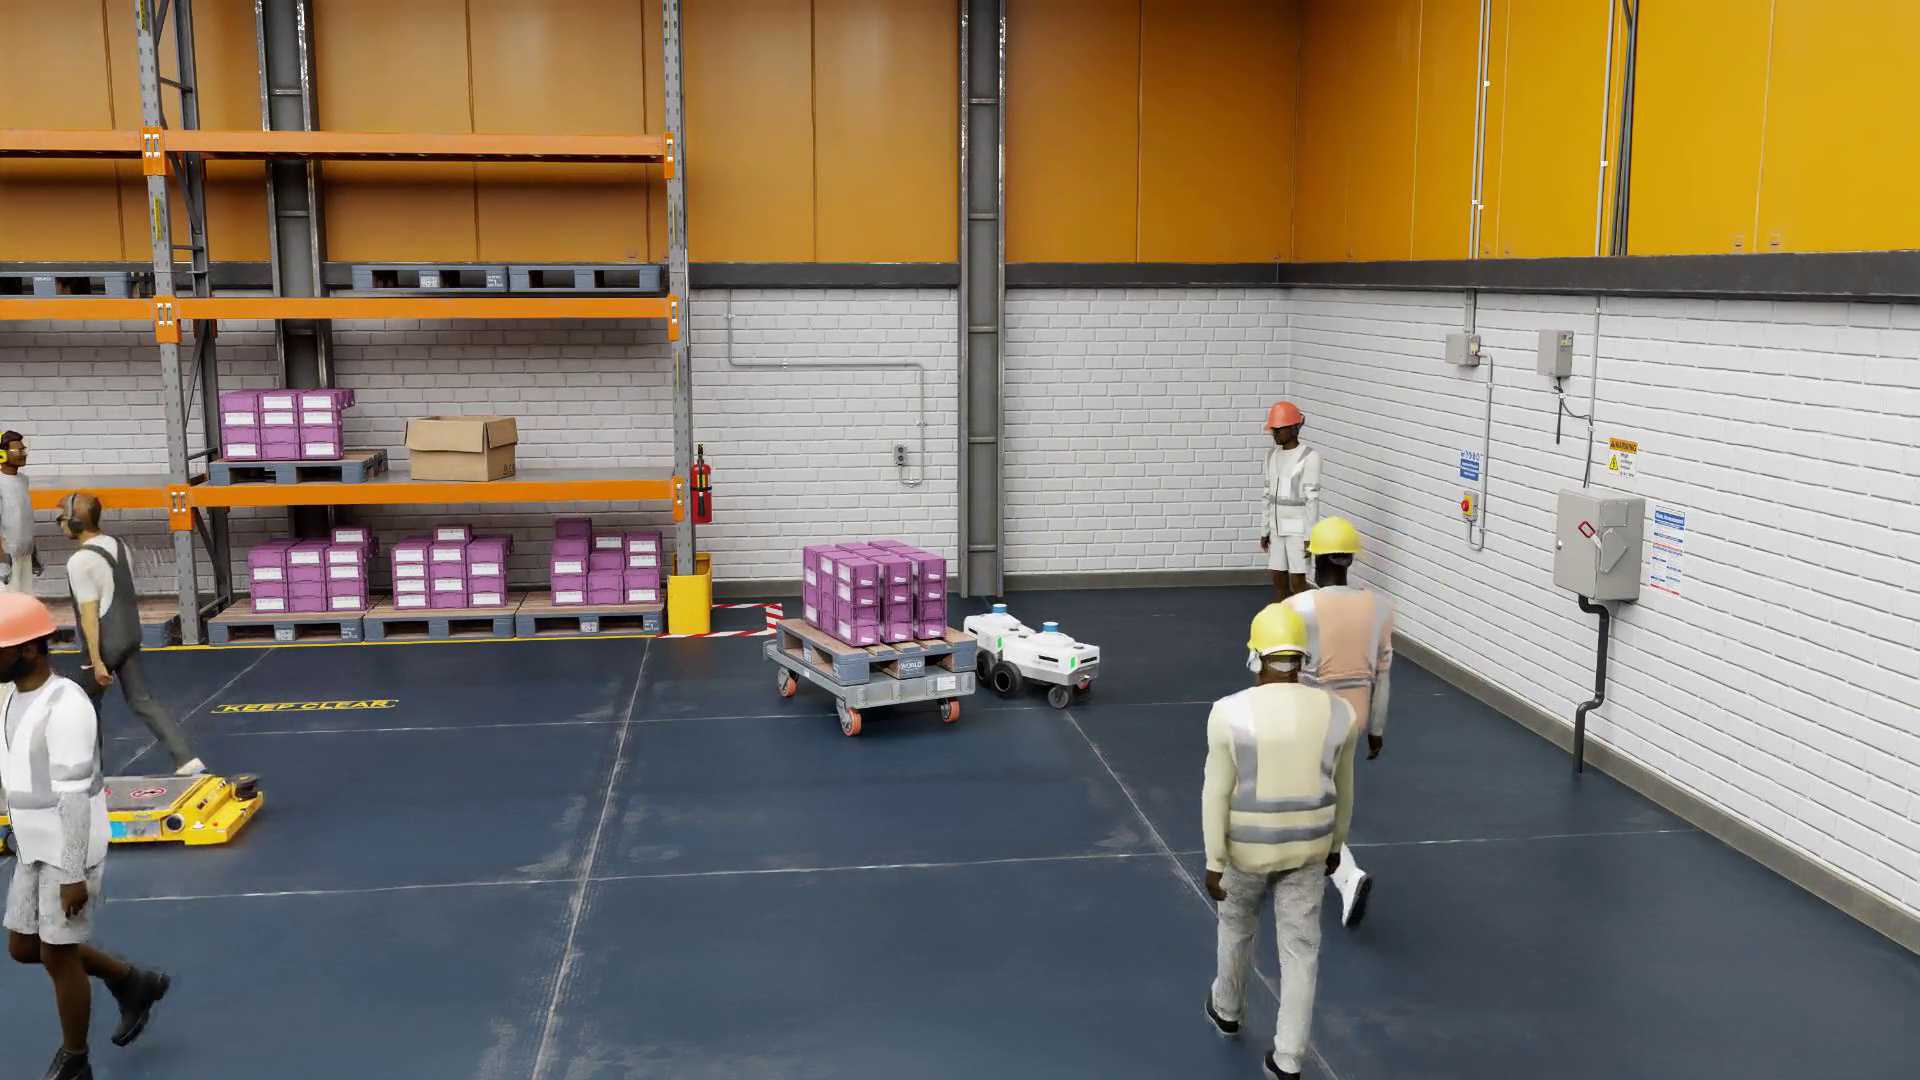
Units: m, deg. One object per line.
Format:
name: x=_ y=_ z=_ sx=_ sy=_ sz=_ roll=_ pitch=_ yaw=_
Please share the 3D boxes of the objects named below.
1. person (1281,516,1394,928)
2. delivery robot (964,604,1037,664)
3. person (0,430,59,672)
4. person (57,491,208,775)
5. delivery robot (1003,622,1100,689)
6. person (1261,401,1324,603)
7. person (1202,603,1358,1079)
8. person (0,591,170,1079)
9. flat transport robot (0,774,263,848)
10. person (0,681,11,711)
person: x=1.755 y=0.843 z=7.791 sx=0.595 sy=1.902 sz=0.771 roll=-3 pitch=10 yaw=-17
delivery robot: x=0.298 y=0.722 z=12.443 sx=0.477 sy=0.478 sz=0.707 roll=-4 pitch=10 yaw=-22
person: x=-7.020 y=0.120 z=12.400 sx=0.328 sy=1.873 sz=0.514 roll=0 pitch=9 yaw=-3
person: x=-4.802 y=0.614 z=9.535 sx=0.865 sy=1.811 sz=0.500 roll=2 pitch=9 yaw=10
delivery robot: x=0.644 y=0.826 z=11.797 sx=0.707 sy=0.478 sz=0.477 roll=9 pitch=12 yaw=43
person: x=2.590 y=-0.084 z=13.187 sx=0.407 sy=2.031 sz=0.614 roll=-5 pitch=10 yaw=-29
person: x=1.181 y=1.123 z=6.360 sx=0.613 sy=1.793 sz=0.844 roll=-1 pitch=9 yaw=-6
person: x=-3.270 y=1.108 z=6.101 sx=0.538 sy=1.914 sz=0.581 roll=7 pitch=11 yaw=37
flat transport robot: x=-4.608 y=1.465 z=8.986 sx=1.431 sy=0.197 sz=0.652 roll=-1 pitch=9 yaw=-6
person: x=-5.435 y=0.761 z=9.187 sx=0.518 sy=1.613 sz=0.543 roll=8 pitch=12 yaw=41
